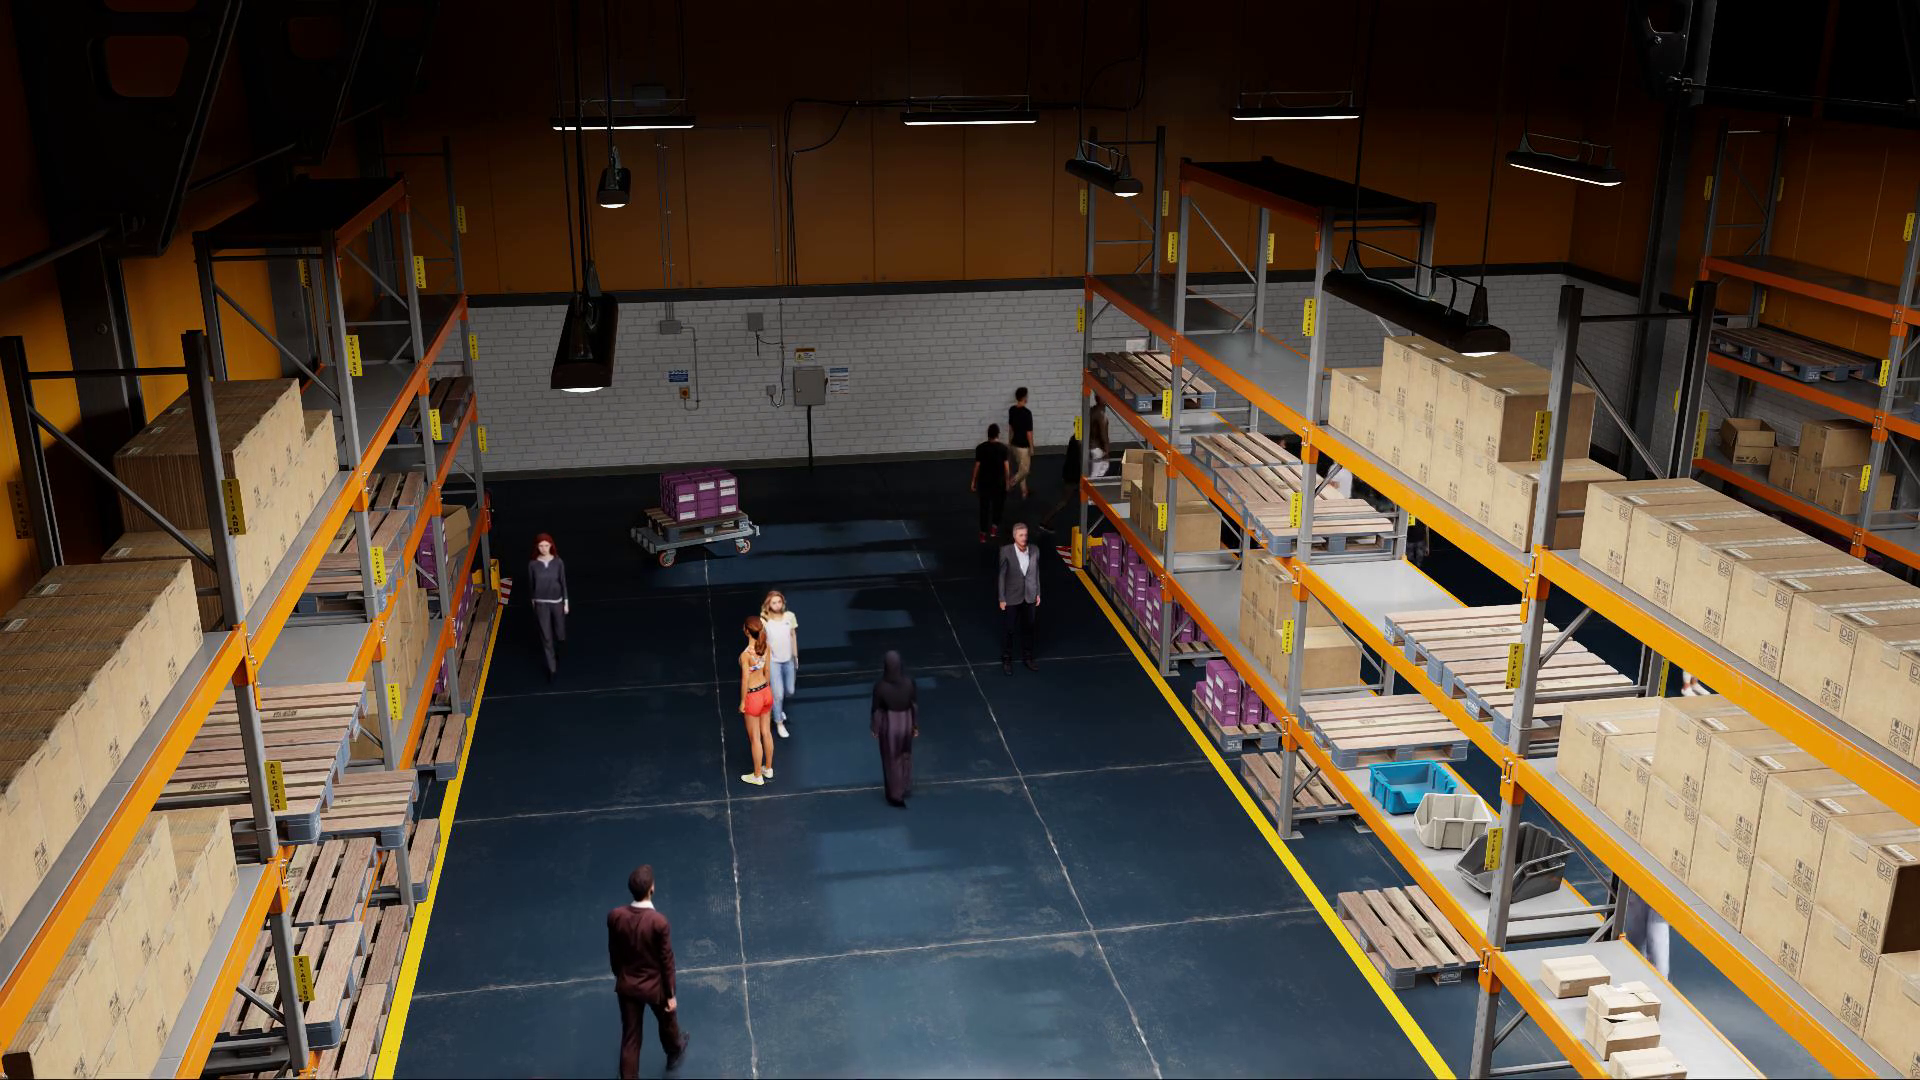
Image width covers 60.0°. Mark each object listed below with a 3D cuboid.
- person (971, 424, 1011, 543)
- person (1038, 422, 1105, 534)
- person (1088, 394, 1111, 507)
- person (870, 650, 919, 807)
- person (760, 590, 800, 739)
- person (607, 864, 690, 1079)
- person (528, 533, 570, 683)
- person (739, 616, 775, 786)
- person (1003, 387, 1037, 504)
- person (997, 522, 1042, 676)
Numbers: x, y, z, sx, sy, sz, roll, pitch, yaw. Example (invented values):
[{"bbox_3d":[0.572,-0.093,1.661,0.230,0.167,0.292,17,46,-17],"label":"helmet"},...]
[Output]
[{"bbox_3d":[0.473,-0.793,24.053,0.772,1.746,0.673,-1,19,-4],"label":"person"},{"bbox_3d":[1.564,-0.902,24.362,0.960,1.756,1.211,0,19,0],"label":"person"},{"bbox_3d":[2.052,-1.409,25.784,0.797,1.810,0.558,-3,19,-9],"label":"person"},{"bbox_3d":[-0.623,1.867,16.374,0.657,1.607,0.772,-5,19,-15],"label":"person"},{"bbox_3d":[-1.983,1.302,17.902,0.812,1.702,0.921,-13,23,-34],"label":"person"},{"bbox_3d":[-2.301,3.251,11.938,1.007,1.814,1.270,4,19,12],"label":"person"},{"bbox_3d":[-4.807,0.750,19.458,0.572,1.756,0.972,-3,19,-9],"label":"person"},{"bbox_3d":[-2.054,1.613,16.839,0.733,1.792,0.673,13,22,33],"label":"person"},{"bbox_3d":[0.896,-1.444,25.849,1.013,1.835,1.107,-14,23,-35],"label":"person"},{"bbox_3d":[0.703,0.658,19.601,0.760,1.839,0.677,-7,20,-21],"label":"person"}]
